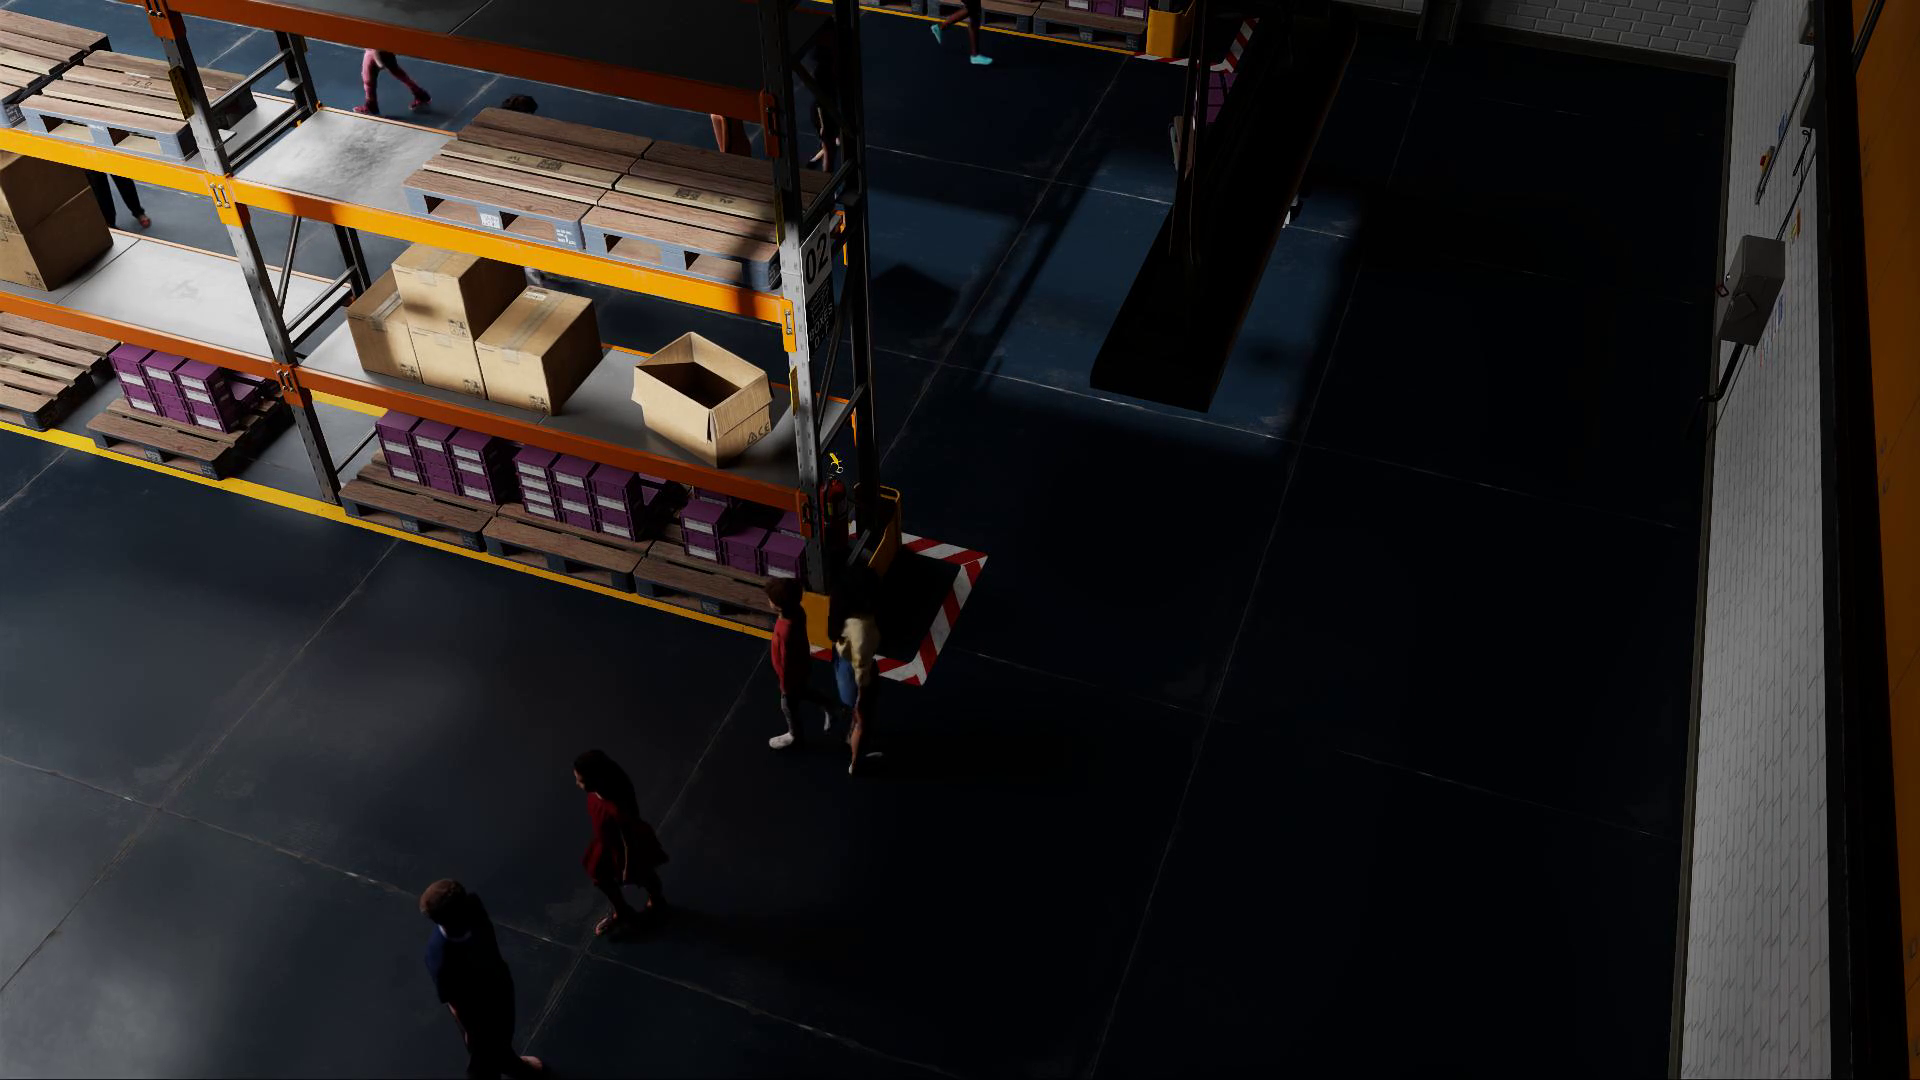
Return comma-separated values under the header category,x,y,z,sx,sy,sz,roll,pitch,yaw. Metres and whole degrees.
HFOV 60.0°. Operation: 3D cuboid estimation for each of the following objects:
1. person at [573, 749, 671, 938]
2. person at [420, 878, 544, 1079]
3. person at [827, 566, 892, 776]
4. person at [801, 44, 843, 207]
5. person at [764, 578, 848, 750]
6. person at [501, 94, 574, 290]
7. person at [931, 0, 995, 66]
category,x,y,z,sx,sy,sz,roll,pitch,yaw
person,-1.821,1.647,9.340,0.789,1.539,0.750,-31,52,-28
person,-2.430,2.307,8.408,0.630,1.871,0.712,4,44,4
person,-0.688,0.776,10.198,0.864,1.618,0.808,-10,45,-11
person,-1.276,-3.800,14.879,0.716,1.786,0.645,12,45,12
person,-0.966,0.783,10.346,0.802,1.403,0.665,0,44,0
person,-3.629,-2.919,13.948,0.634,1.794,0.676,13,45,13
person,0.027,-5.671,16.897,0.924,1.711,0.576,13,45,13
